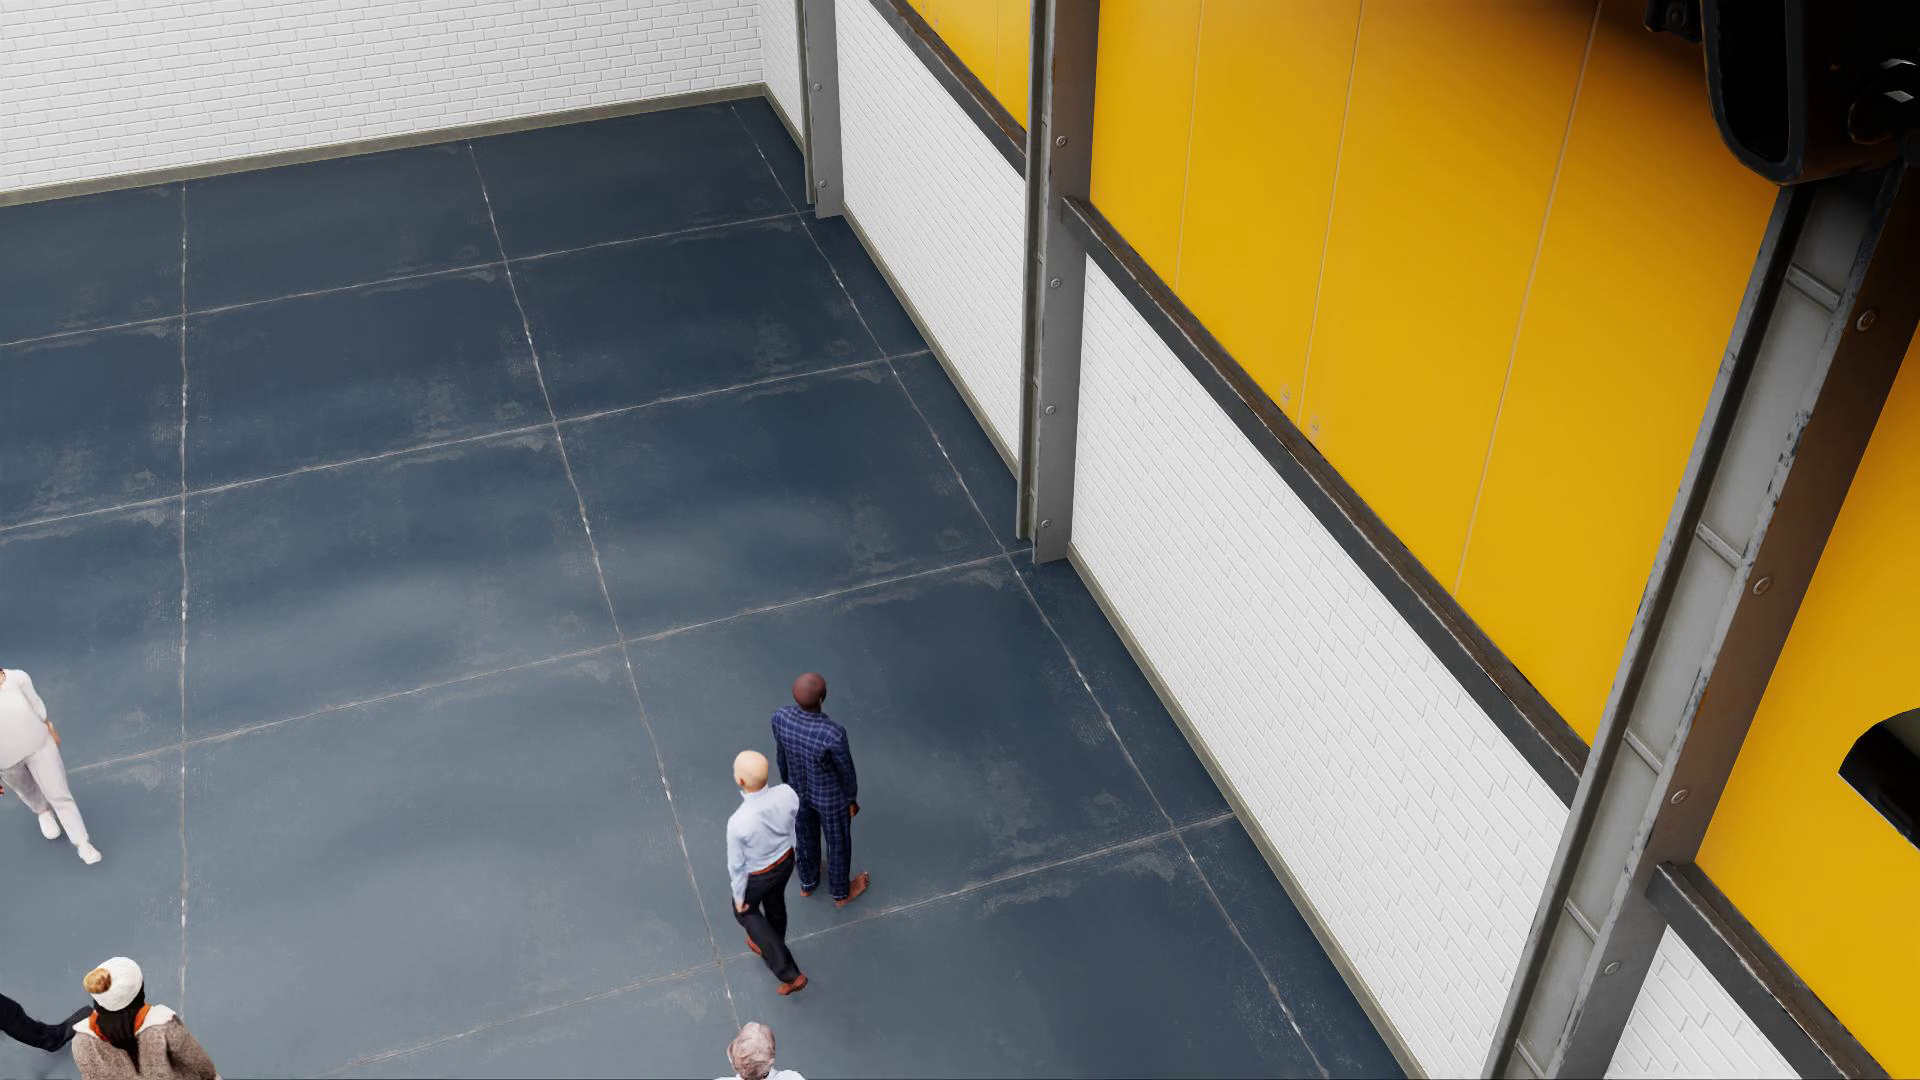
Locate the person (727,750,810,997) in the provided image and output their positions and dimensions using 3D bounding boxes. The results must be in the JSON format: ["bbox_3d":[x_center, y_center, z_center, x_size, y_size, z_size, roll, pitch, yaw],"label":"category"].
[{"bbox_3d":[-1.036,1.890,9.253,0.852,1.777,1.007,-31,48,-33],"label":"person"}]

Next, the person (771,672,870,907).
[{"bbox_3d":[-0.829,1.461,9.755,0.761,1.820,0.817,15,41,18],"label":"person"}]

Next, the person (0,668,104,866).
[{"bbox_3d":[-5.781,1.240,10.165,0.866,1.653,1.108,-28,46,-30],"label":"person"}]

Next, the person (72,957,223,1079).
[{"bbox_3d":[-3.928,2.776,8.062,0.838,1.877,0.995,-5,39,-6],"label":"person"}]

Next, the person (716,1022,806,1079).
[{"bbox_3d":[-0.930,3.027,7.819,0.720,1.788,1.140,-9,40,-11],"label":"person"}]
